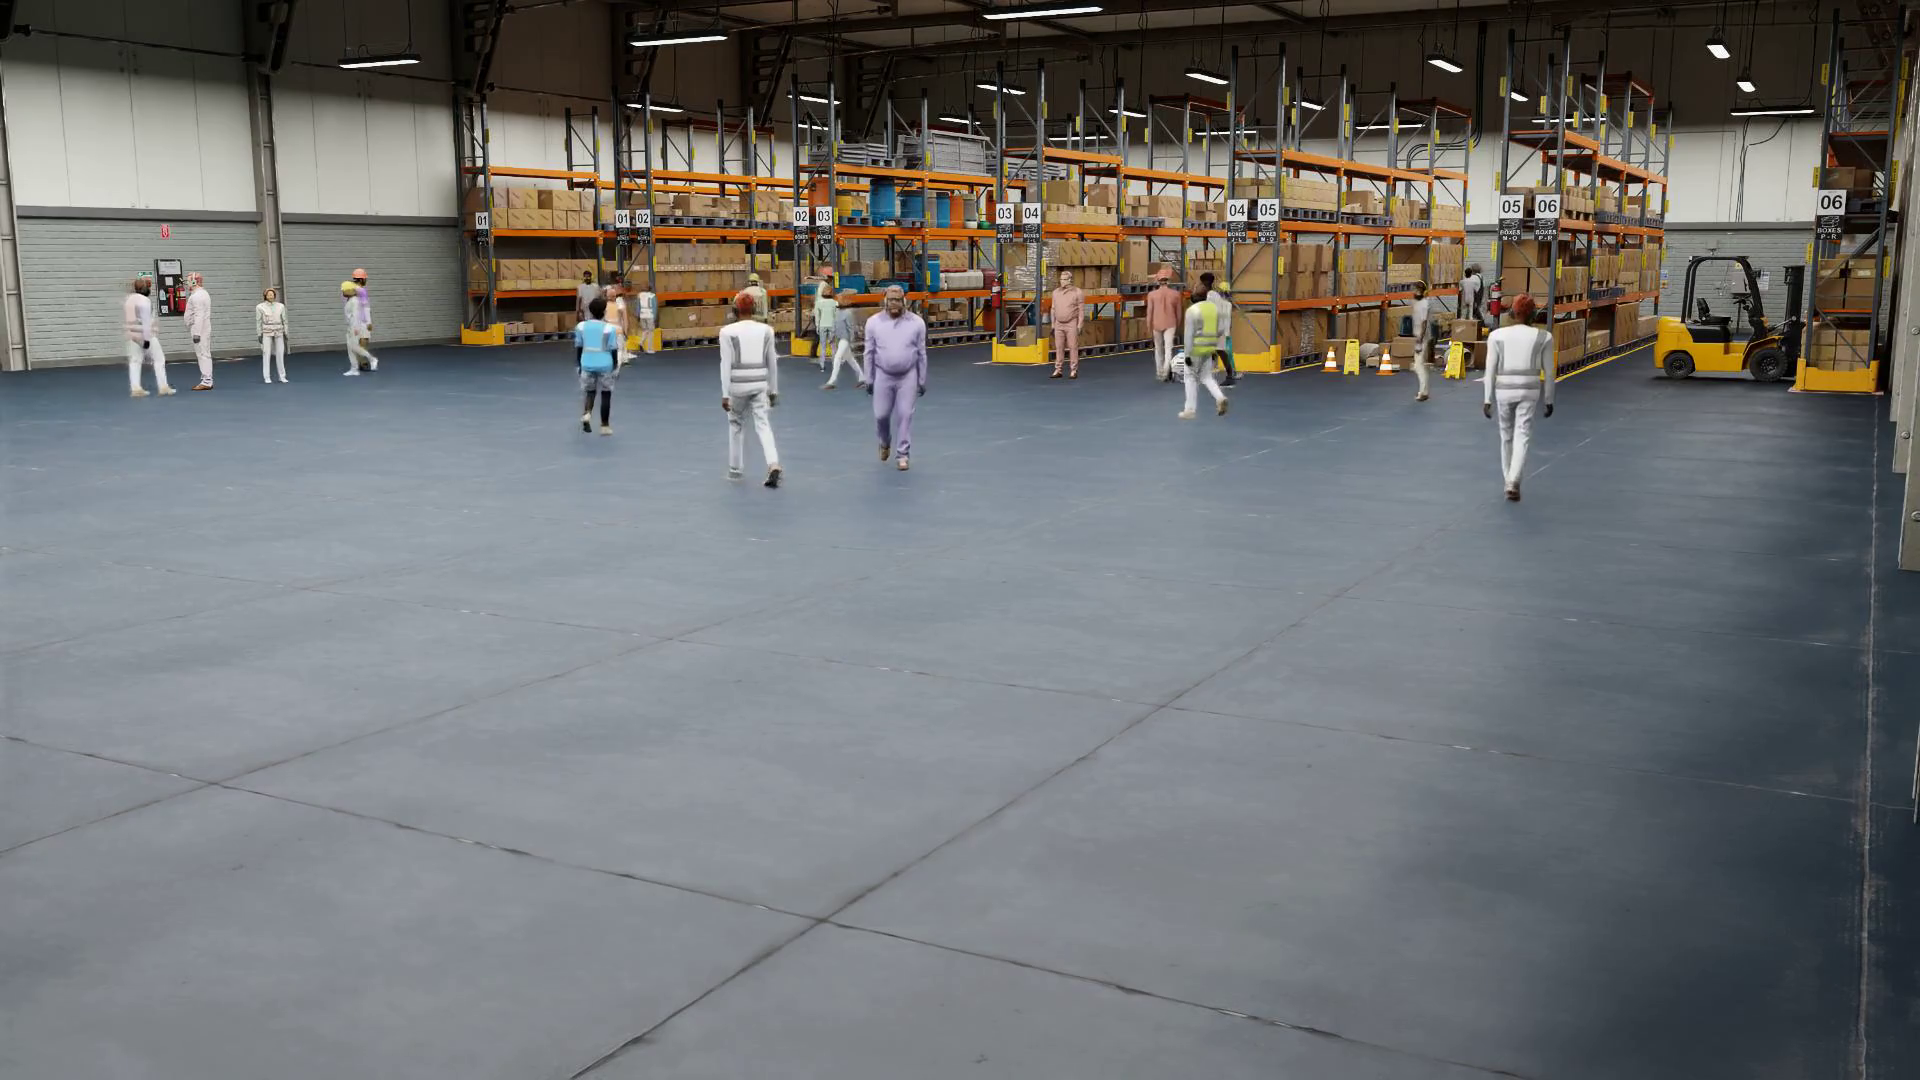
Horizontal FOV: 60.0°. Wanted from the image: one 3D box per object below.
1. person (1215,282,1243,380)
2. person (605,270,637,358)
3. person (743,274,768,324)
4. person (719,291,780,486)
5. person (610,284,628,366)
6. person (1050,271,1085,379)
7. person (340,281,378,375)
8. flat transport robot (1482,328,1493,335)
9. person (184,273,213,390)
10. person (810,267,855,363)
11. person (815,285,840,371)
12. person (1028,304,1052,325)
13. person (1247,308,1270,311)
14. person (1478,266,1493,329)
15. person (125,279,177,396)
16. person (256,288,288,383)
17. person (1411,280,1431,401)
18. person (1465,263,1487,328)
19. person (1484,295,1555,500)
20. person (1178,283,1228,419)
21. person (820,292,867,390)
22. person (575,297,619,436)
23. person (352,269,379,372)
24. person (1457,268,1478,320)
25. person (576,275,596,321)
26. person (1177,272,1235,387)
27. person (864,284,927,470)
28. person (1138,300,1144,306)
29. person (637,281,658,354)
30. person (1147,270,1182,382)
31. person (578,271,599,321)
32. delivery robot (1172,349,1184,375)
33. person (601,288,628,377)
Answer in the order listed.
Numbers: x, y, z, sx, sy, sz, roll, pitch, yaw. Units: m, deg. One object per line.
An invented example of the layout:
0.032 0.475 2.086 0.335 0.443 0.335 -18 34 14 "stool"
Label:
4.577 -3.644 29.110 0.917 1.720 0.531 -6 12 -33 "person"
-7.414 -4.810 35.482 0.963 1.882 0.598 1 10 4 "person"
-4.392 -4.823 35.805 0.611 1.782 0.927 1 10 6 "person"
-1.982 -1.434 15.813 0.587 1.855 0.925 -5 11 -29 "person"
-6.812 -4.237 32.882 0.500 1.615 0.520 0 10 2 "person"
1.897 -3.825 29.637 0.643 1.905 0.399 6 11 30 "person"
-11.047 -3.876 30.456 0.516 1.718 0.503 -7 12 -37 "person"
13.987 -5.721 45.509 0.652 0.197 1.431 -2 10 -13 "flat transport robot"
-12.405 -3.392 27.091 0.409 1.907 0.651 -3 10 -17 "person"
-2.641 -4.555 33.766 0.991 1.944 0.649 3 10 19 "person"
-2.489 -3.999 31.445 0.500 1.633 0.284 1 10 5 "person"
1.876 -5.338 39.222 0.554 1.647 0.892 4 11 23 "person"
7.644 -6.054 42.623 0.650 1.923 0.493 6 12 33 "person"
14.999 -6.976 48.071 0.837 1.901 0.654 4 10 21 "person"
-12.672 -3.164 26.006 0.634 1.812 0.768 7 12 34 "person"
-11.807 -3.503 28.551 0.517 1.635 0.312 -9 13 -43 "person"
6.921 -3.001 25.044 0.415 1.829 0.701 1 10 4 "person"
14.587 -6.877 47.103 1.005 2.000 0.682 8 12 39 "person"
5.045 -1.293 15.025 0.590 1.841 0.978 4 11 24 "person"
3.238 -2.511 22.183 0.637 1.820 0.634 -8 12 -37 "person"
-1.892 -3.268 27.302 0.888 1.587 0.497 -5 11 -26 "person"
-4.370 -2.084 20.069 0.550 1.681 0.396 1 10 8 "person"
-11.264 -4.132 31.332 0.545 1.938 0.355 7 12 37 "person"
13.644 -6.376 44.716 0.509 1.858 0.333 3 10 15 "person"
-8.919 -5.490 39.872 0.545 1.732 0.586 5 11 26 "person"
4.139 -3.491 27.700 1.026 1.895 0.619 7 12 35 "person"
-0.655 -1.670 17.066 0.648 1.893 0.539 0 10 -2 "person"
5.672 -7.558 51.389 0.361 1.937 0.635 6 11 30 "person"
-6.947 -4.958 37.068 0.541 1.622 0.371 5 11 27 "person"
3.569 -3.730 28.982 0.626 1.955 1.006 1 10 4 "person"
-8.567 -5.304 38.501 0.540 1.830 0.785 -2 10 -9 "person"
3.858 -3.067 28.863 0.477 0.478 0.707 2 10 10 "delivery robot"
-6.127 -3.638 29.369 0.517 1.623 0.555 -1 10 -3 "person"
